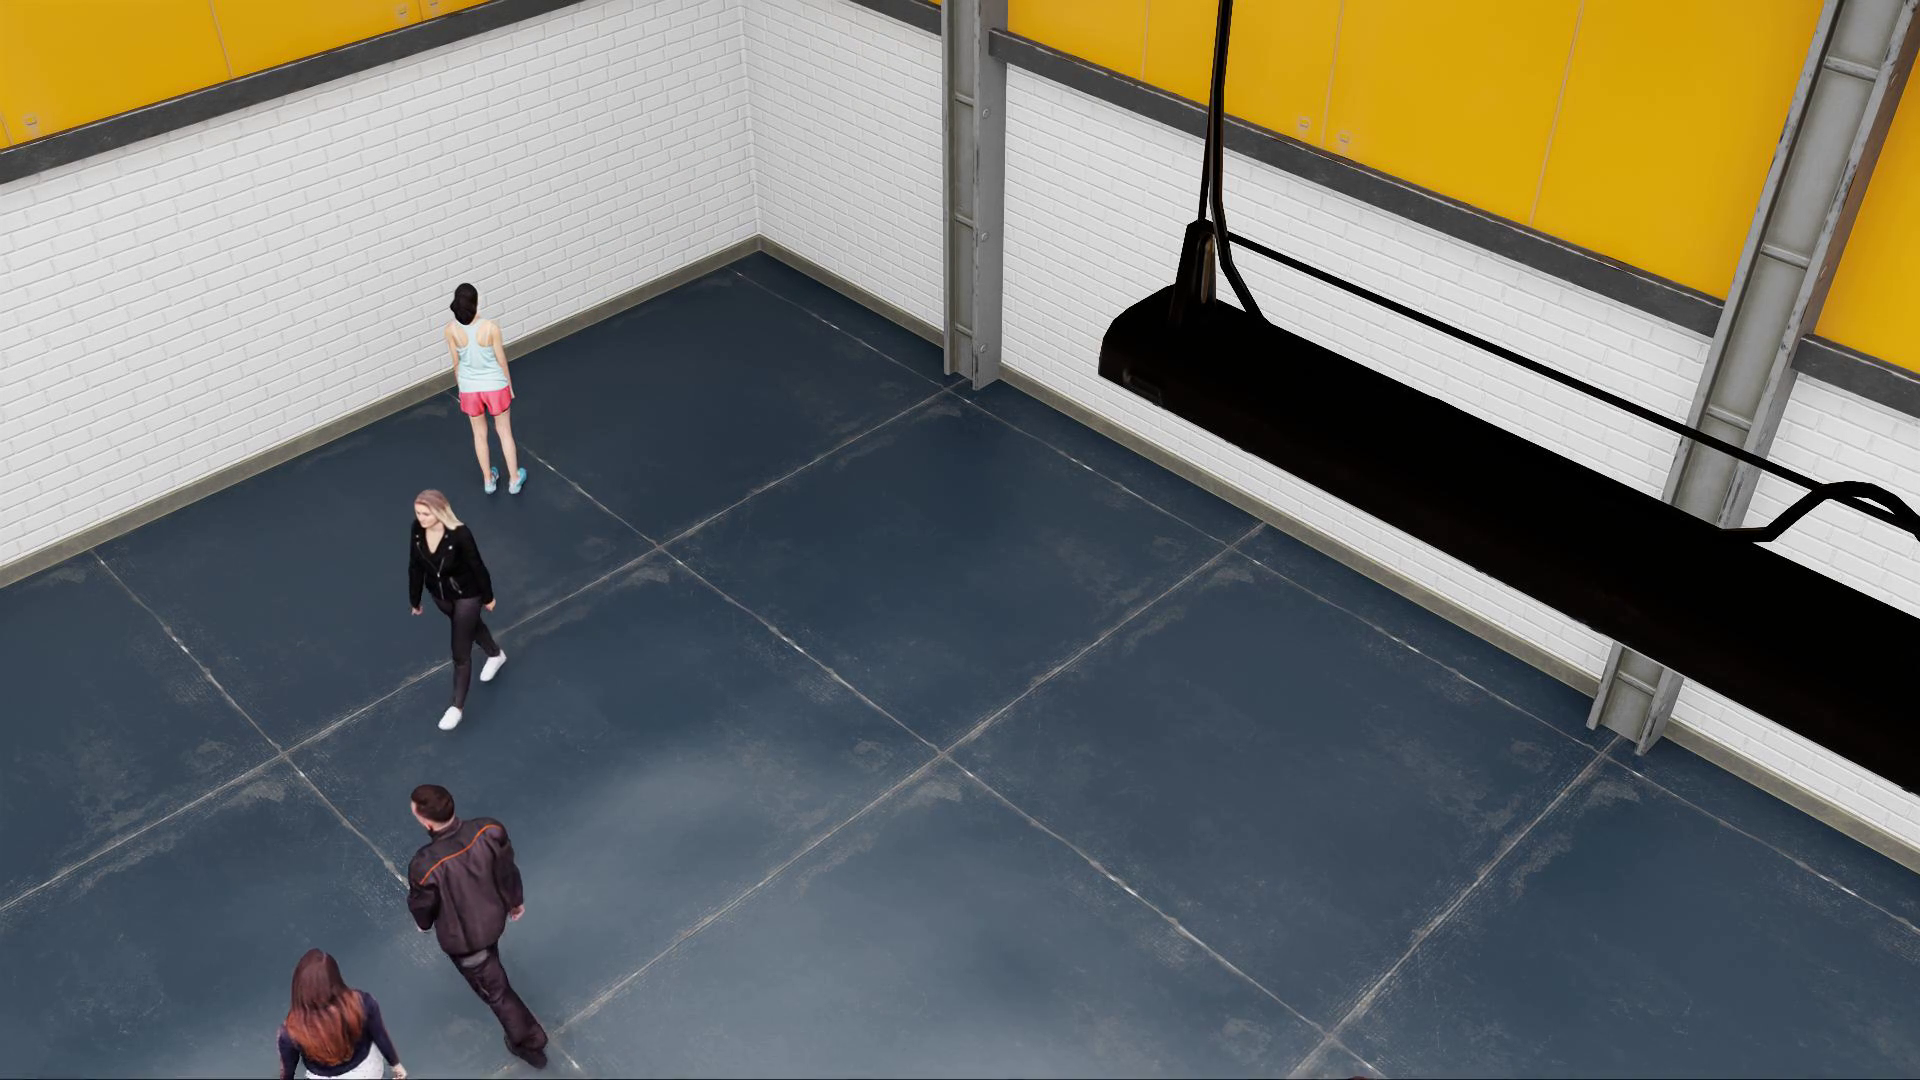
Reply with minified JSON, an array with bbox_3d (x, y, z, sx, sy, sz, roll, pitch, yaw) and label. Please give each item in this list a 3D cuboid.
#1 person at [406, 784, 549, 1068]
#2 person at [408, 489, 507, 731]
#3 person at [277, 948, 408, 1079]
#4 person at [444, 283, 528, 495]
[{"bbox_3d":[-2.429,2.001,8.474,1.225,1.792,0.796,28,46,30],"label":"person"},{"bbox_3d":[-3.187,0.312,10.704,1.123,1.649,1.017,11,40,14],"label":"person"},{"bbox_3d":[-2.881,2.606,7.910,0.822,1.551,1.102,-26,46,-29],"label":"person"},{"bbox_3d":[-3.552,-1.125,12.411,0.671,1.764,0.721,-4,39,-5],"label":"person"}]
